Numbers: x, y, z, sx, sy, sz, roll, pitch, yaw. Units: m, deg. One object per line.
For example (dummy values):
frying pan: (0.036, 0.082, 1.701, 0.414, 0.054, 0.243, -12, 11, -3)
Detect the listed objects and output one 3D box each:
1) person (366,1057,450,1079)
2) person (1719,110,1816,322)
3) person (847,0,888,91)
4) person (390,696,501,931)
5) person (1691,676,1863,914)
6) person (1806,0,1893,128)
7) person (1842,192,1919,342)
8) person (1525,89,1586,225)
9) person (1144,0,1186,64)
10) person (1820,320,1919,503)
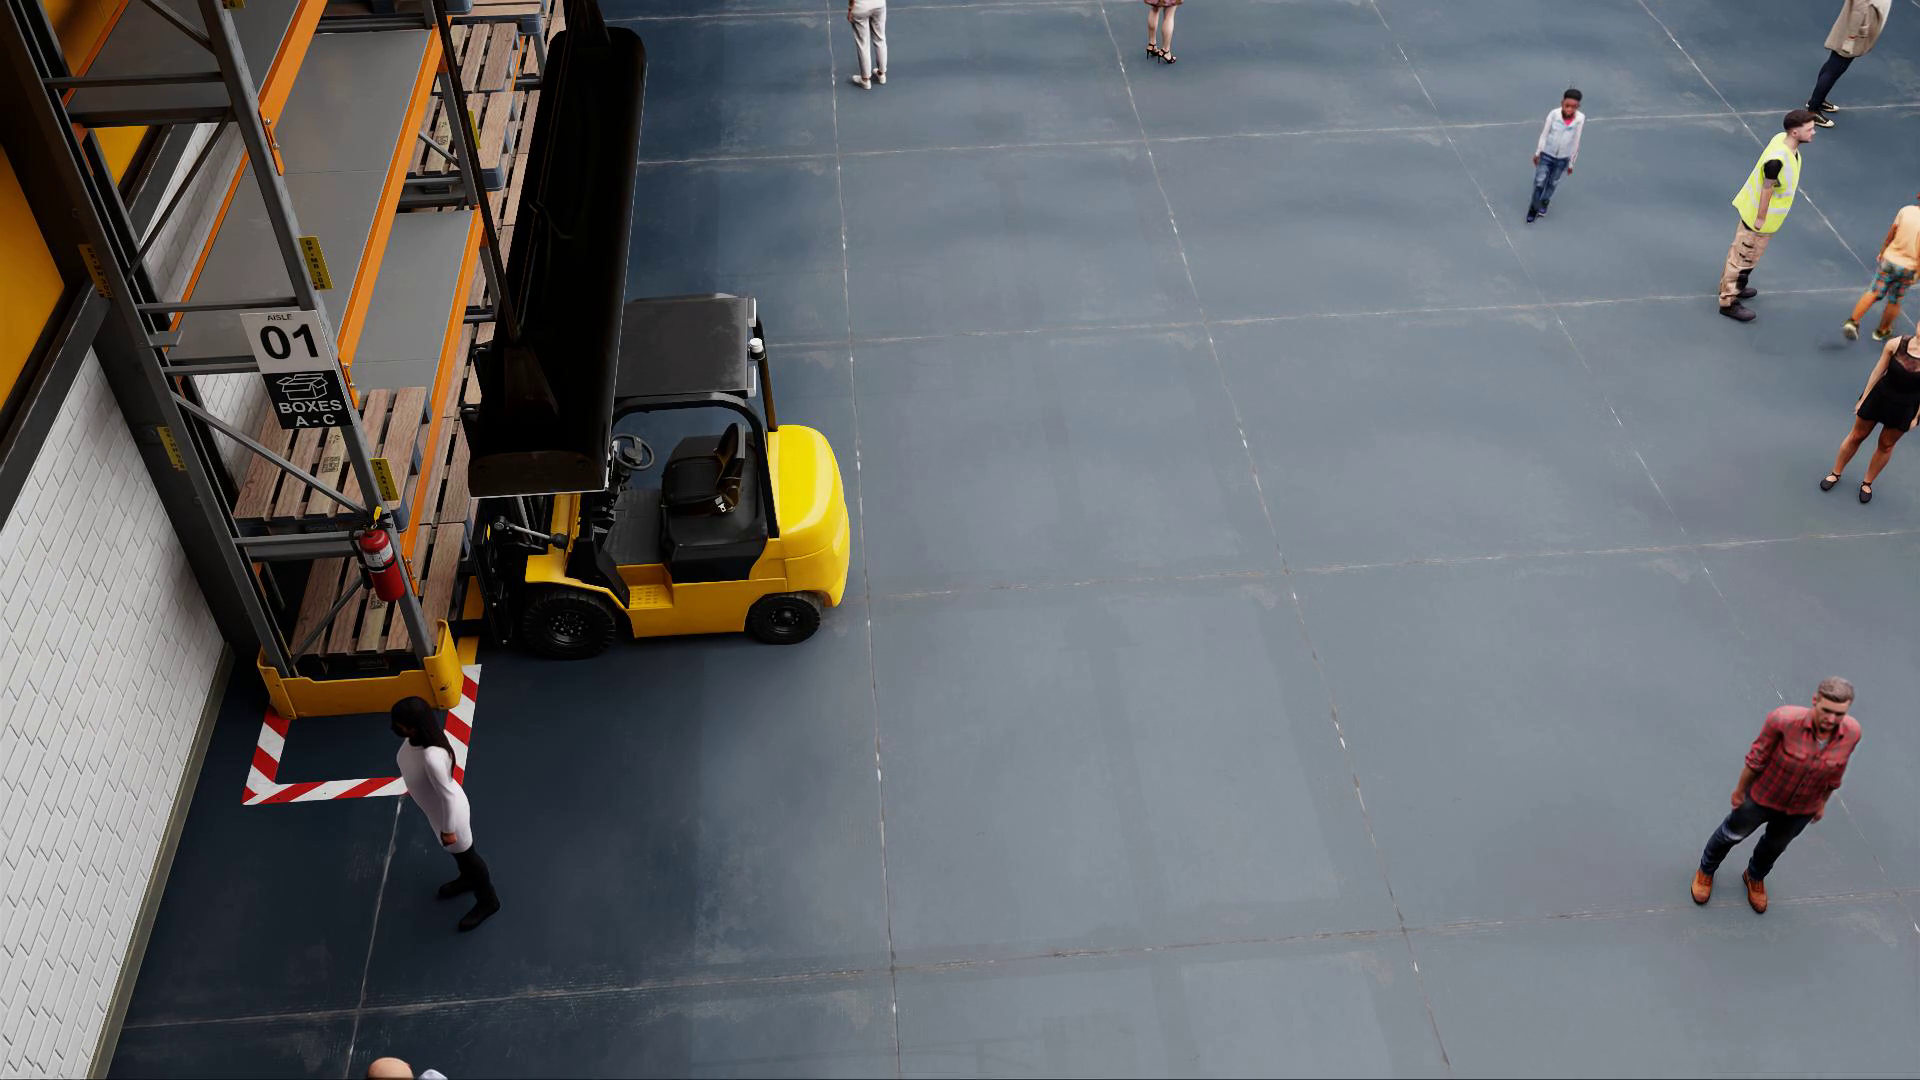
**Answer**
person: (-2.462, 2.923, 7.757, 0.770, 1.792, 0.625, 9, 44, 10)
person: (6.591, -2.694, 13.613, 0.901, 1.846, 0.821, 18, 46, 18)
person: (-0.910, -5.293, 16.455, 0.680, 1.690, 0.687, -24, 48, -23)
person: (-2.859, 1.488, 9.251, 0.749, 1.808, 0.627, -24, 49, -23)
person: (4.605, 1.406, 9.322, 0.738, 1.831, 0.651, 7, 44, 8)
person: (8.552, -4.926, 15.925, 0.881, 1.890, 0.799, 22, 48, 21)
person: (7.525, -2.207, 13.395, 0.837, 1.443, 0.859, -21, 48, -21)
person: (5.345, -3.491, 14.884, 0.643, 1.248, 0.755, 13, 45, 13)
person: (2.092, -5.687, 16.808, 0.858, 1.774, 0.780, -28, 50, -26)
person: (6.704, -0.987, 11.947, 0.682, 1.675, 0.726, 24, 48, 23)
